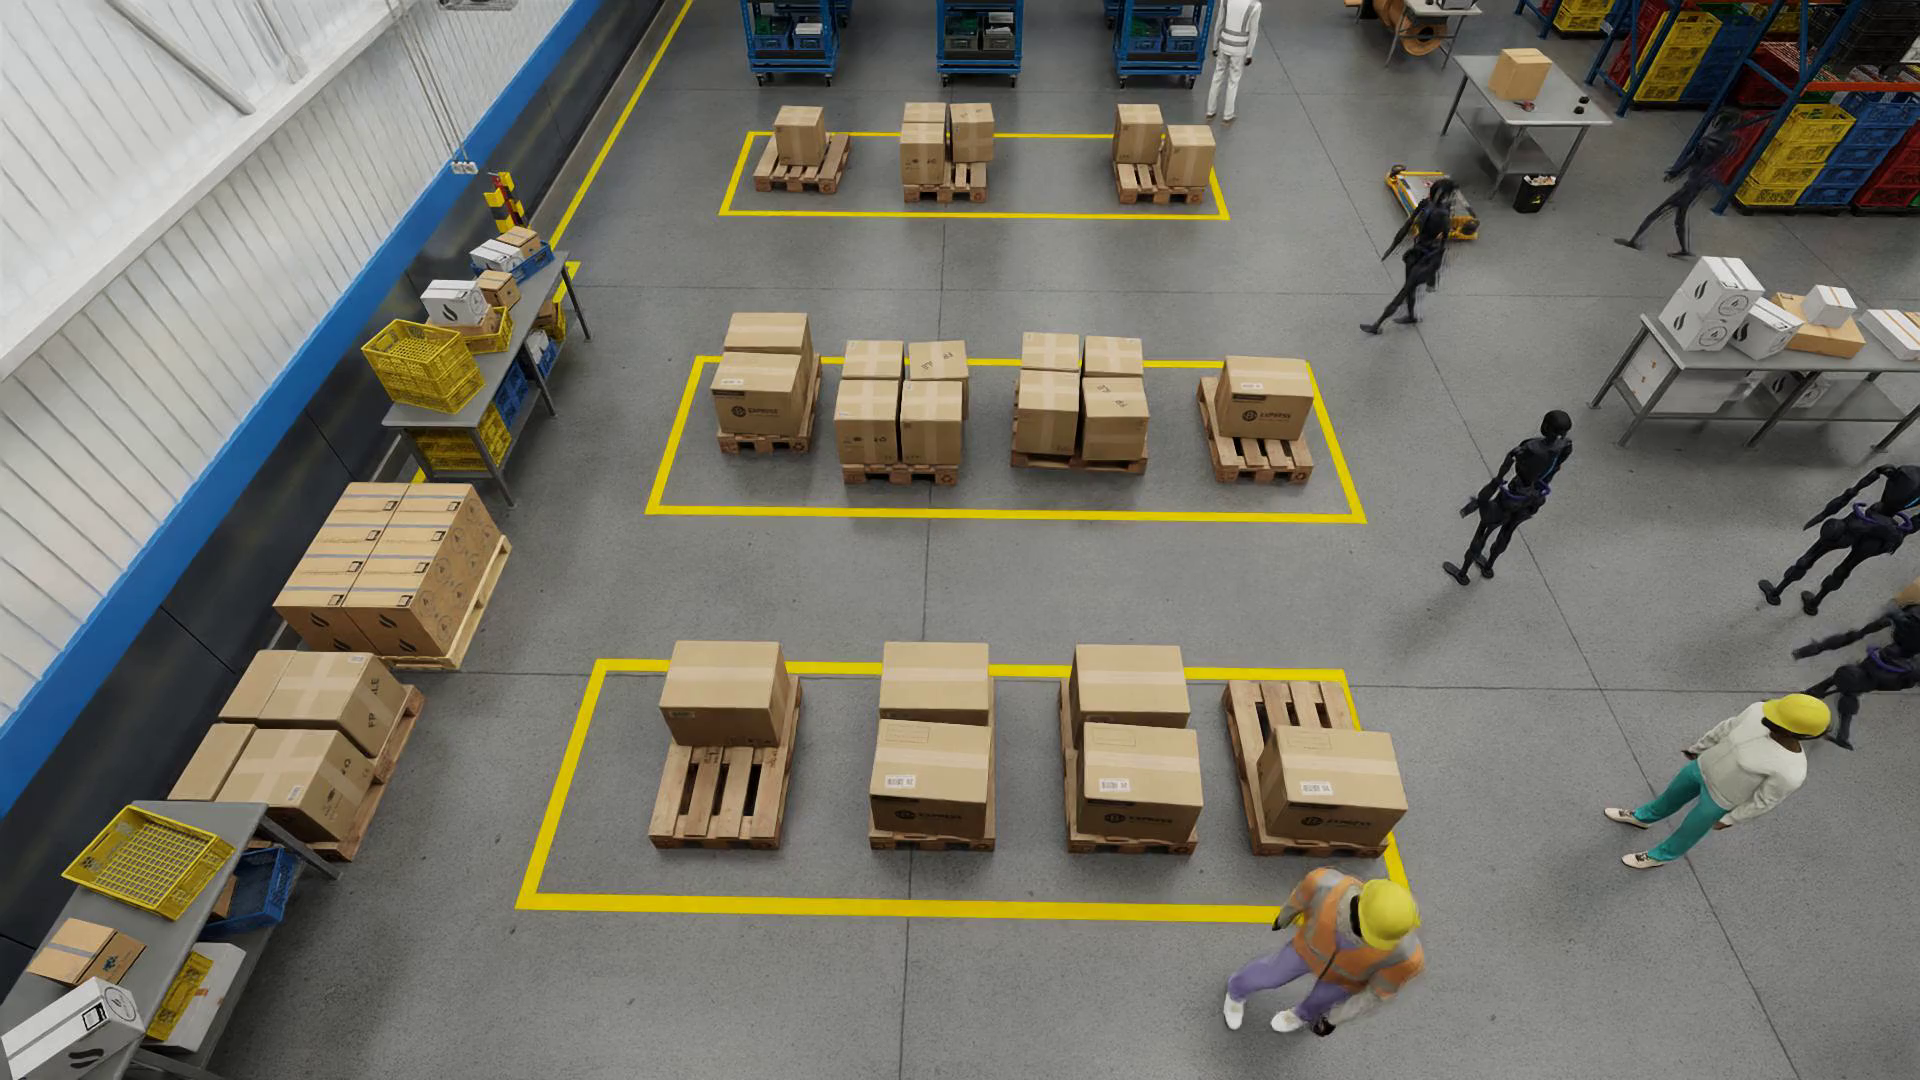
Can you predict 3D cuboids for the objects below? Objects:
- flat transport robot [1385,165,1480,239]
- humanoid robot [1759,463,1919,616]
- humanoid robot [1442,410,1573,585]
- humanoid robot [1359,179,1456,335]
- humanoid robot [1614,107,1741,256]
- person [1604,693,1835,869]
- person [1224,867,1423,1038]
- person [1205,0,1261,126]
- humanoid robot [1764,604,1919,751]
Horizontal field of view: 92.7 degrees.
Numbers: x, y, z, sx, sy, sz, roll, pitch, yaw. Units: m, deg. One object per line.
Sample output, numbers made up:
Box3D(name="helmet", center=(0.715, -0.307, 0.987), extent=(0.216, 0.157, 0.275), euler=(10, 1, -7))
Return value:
Box3D(name="flat transport robot", center=(5.692, -4.094, 11.059), extent=(0.652, 0.197, 1.431), euler=(1, 49, 1))
Box3D(name="humanoid robot", center=(6.601, -0.095, 6.680), extent=(0.572, 1.652, 0.318), euler=(17, 51, 14))
Box3D(name="humanoid robot", center=(4.113, -0.303, 6.857), extent=(0.603, 1.653, 0.316), euler=(-10, 50, -8))
Box3D(name="humanoid robot", center=(4.488, -2.768, 9.024), extent=(0.759, 1.624, 0.621), euler=(-4, 49, -3))
Box3D(name="humanoid robot", center=(7.985, -3.862, 9.974), extent=(0.538, 1.634, 0.734), euler=(-35, 58, -27))
Box3D(name="person", center=(4.380, 1.407, 5.325), extent=(0.327, 1.765, 0.532), euler=(6, 49, 5))
Box3D(name="person", center=(1.807, 2.138, 4.605), extent=(0.584, 1.896, 0.508), euler=(33, 57, 25))
Box3D(name="person", center=(3.587, -6.445, 12.043), extent=(0.572, 1.884, 0.360), euler=(32, 56, 25))
Box3D(name="humanoid robot", center=(5.920, 0.814, 5.900), extent=(0.652, 1.647, 0.580), euler=(-1, 49, -1))
